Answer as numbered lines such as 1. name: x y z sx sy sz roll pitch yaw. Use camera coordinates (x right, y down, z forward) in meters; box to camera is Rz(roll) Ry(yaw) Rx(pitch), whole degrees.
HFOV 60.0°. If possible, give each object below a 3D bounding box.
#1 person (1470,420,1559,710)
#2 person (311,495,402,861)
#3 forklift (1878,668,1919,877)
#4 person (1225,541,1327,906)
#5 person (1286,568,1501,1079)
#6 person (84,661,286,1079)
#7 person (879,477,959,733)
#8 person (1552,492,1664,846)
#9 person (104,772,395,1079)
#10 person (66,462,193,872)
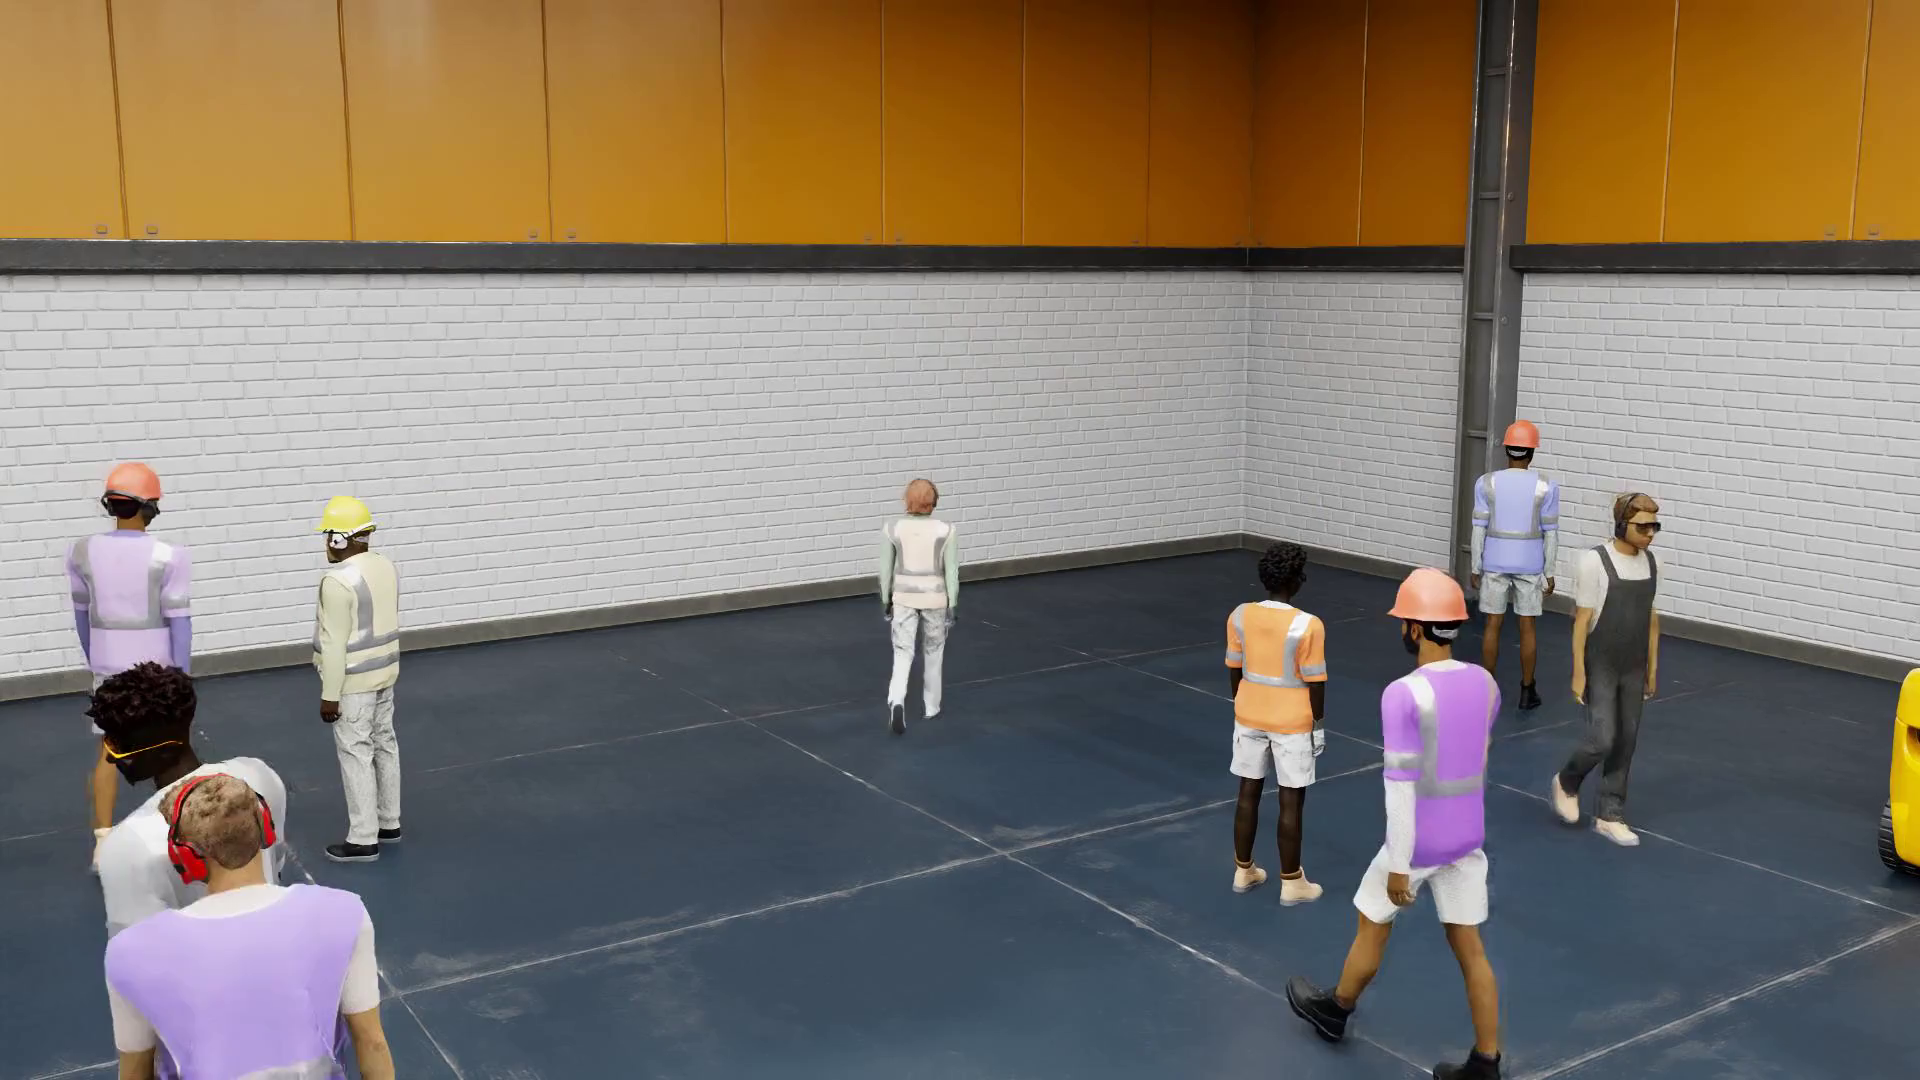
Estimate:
1. person: 3.703 0.164 11.126 0.553 1.935 0.364 4 10 22
2. person: -3.020 0.686 8.342 0.403 1.827 0.596 2 10 9
3. forklift: 5.511 0.571 7.906 2.313 2.155 1.214 -6 11 -33
4. person: 1.475 0.847 7.738 0.535 1.697 0.318 9 13 43
5. person: 1.644 1.031 6.055 0.561 1.883 0.953 -5 11 -28
6. person: -2.061 1.256 4.581 0.563 1.926 0.649 3 10 19
7. person: -0.269 0.413 10.621 0.523 1.614 0.750 1 9 7
8. person: 3.341 0.649 8.525 0.520 1.828 0.457 -3 10 -18
9. person: -1.669 1.419 3.959 0.579 1.803 0.863 -5 11 -29
10. person: -4.123 0.603 8.333 0.609 1.997 1.048 -1 10 -7
